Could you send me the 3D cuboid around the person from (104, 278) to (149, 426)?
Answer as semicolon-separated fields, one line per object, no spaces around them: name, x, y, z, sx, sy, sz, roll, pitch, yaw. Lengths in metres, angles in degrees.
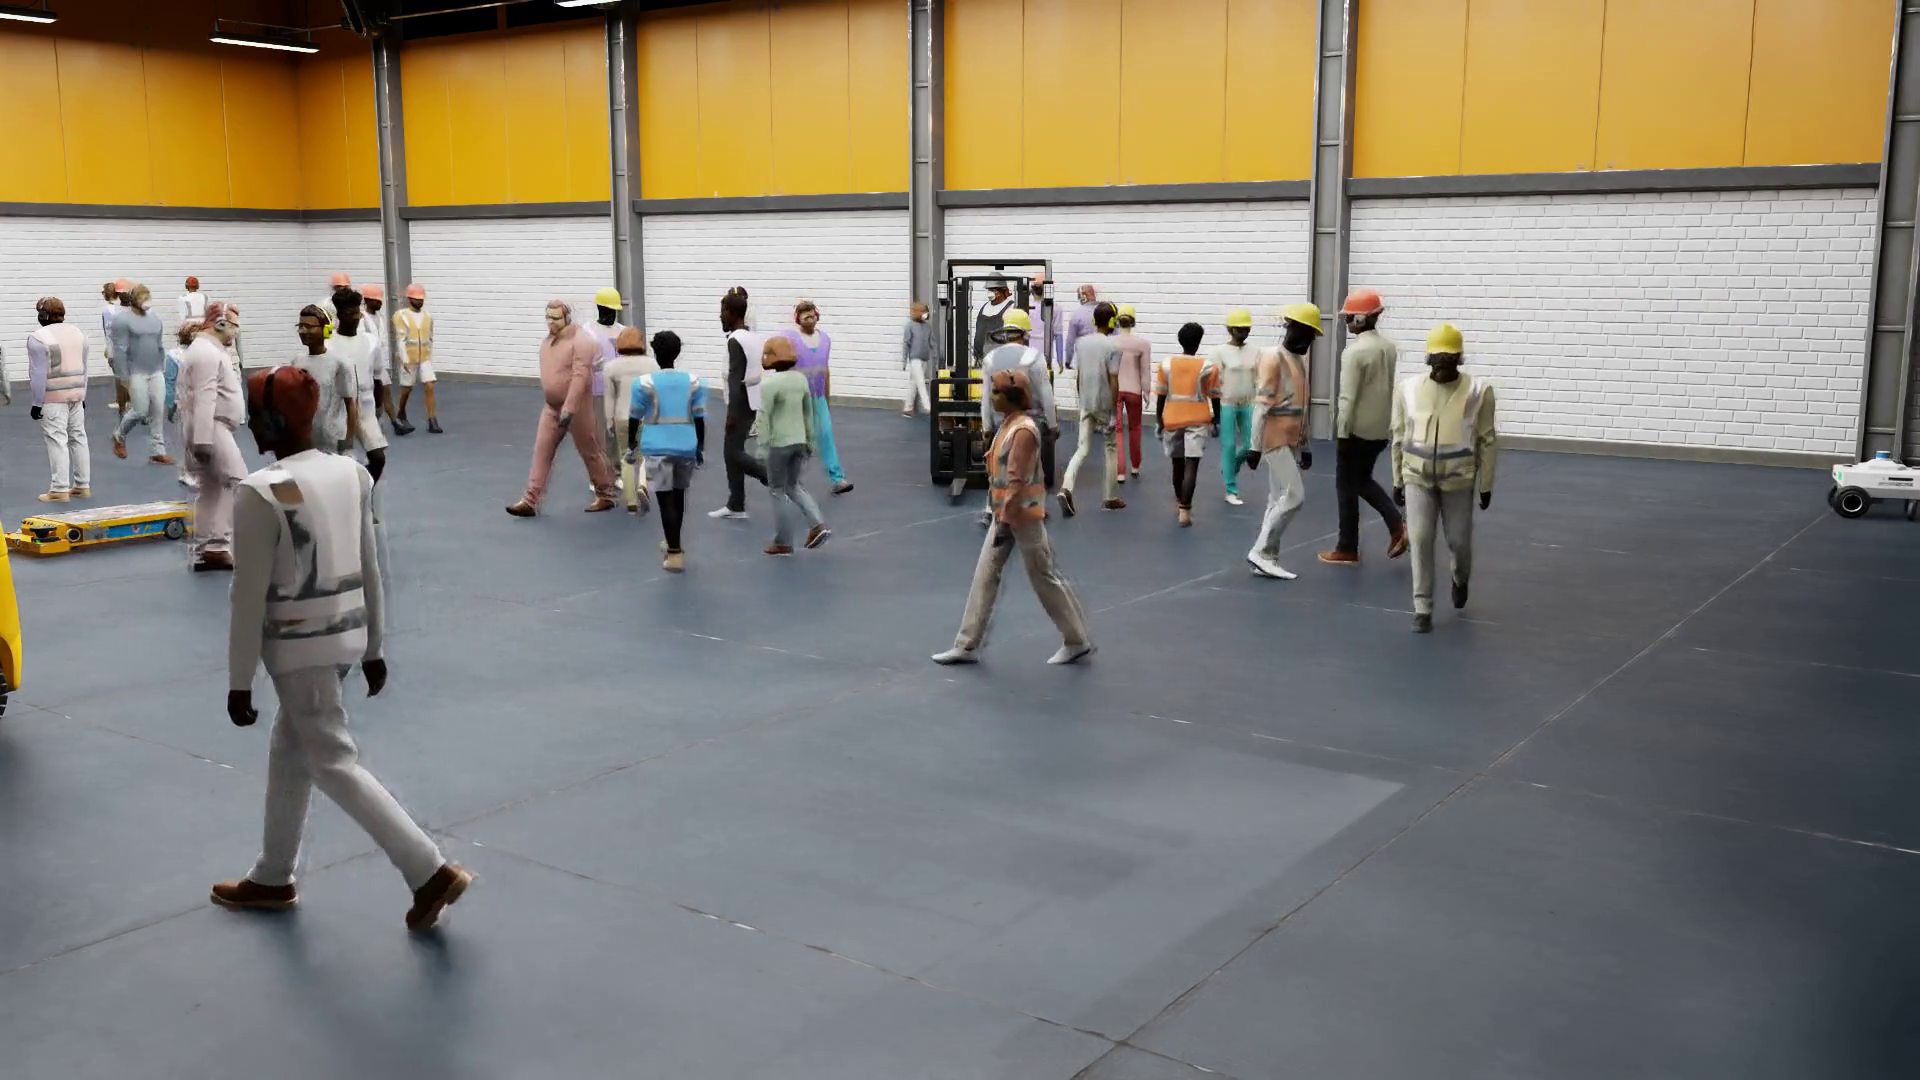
person;-10.878;-2.456;21.797;0.552;1.936;0.358;-6;11;-33

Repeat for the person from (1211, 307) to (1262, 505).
person;2.444;-1.198;14.853;0.530;1.753;0.494;-3;10;-19

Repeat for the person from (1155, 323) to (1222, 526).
person;1.903;-0.970;13.779;0.539;1.646;0.841;5;11;25

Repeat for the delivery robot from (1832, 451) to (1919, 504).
delivery robot;7.773;-0.509;14.035;0.707;0.478;0.477;3;10;20

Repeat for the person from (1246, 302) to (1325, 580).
person;2.197;-0.660;11.254;0.420;1.880;0.657;6;11;32

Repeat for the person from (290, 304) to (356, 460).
person;-4.264;-0.628;11.100;0.514;1.876;0.328;3;10;17

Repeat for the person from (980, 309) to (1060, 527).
person;0.429;-0.957;13.343;0.589;1.790;0.945;8;13;41

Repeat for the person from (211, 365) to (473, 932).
person;-2.030;0.360;5.338;0.966;1.847;0.583;3;10;15

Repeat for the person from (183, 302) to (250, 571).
person;-5.163;-0.705;11.562;0.504;1.871;0.726;-4;10;-25

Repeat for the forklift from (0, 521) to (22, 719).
forklift;-5.296;-0.090;6.943;1.214;2.155;2.313;7;12;35

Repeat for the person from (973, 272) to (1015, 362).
person;0.404;-2.118;19.478;0.687;2.000;0.538;8;13;40

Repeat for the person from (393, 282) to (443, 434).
person;-6.894;-2.305;21.010;0.534;1.894;0.920;-8;13;-40

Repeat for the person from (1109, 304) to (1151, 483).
person;1.625;-1.448;16.403;0.515;1.723;0.845;1;10;5

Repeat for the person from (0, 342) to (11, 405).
person;-9.693;-1.458;16.477;0.518;1.717;0.692;-4;10;-22

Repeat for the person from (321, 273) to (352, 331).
person;-9.078;-2.935;24.510;1.042;1.992;0.627;5;11;29

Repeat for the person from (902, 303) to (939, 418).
person;-0.506;-2.439;22.708;0.843;1.581;0.522;9;13;43

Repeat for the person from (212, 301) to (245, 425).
person;-9.617;-2.299;21.755;0.311;1.636;0.521;7;12;34

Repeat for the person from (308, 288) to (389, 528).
person;-4.799;-0.998;13.088;0.625;1.951;0.417;-9;13;-42

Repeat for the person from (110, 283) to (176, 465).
person;-8.682;-1.746;17.604;0.647;1.927;0.642;4;10;21

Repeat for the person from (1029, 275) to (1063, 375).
person;0.904;-2.278;20.626;0.747;1.972;1.058;0;10;1

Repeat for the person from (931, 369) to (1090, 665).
person;0.310;-0.111;8.844;0.847;1.600;0.523;-2;10;-14

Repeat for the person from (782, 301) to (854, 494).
person;-1.361;-1.301;15.355;0.574;1.782;0.991;-8;12;-38

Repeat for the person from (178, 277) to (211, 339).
person;-13.448;-3.683;29.266;0.350;1.882;0.583;8;12;39

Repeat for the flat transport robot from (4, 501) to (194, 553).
flat transport robot;-6.530;-0.116;12.817;0.652;0.197;1.431;7;12;35

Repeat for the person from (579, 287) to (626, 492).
person;-3.293;-1.399;15.551;0.372;1.922;0.585;7;12;35

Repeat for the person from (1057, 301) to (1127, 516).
person;1.136;-1.121;14.193;0.504;1.828;0.911;6;11;33

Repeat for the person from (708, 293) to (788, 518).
person;-1.773;-1.103;13.854;0.644;1.896;0.601;0;10;0

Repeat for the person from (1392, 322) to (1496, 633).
person;2.865;-0.389;9.854;0.598;1.815;0.699;4;10;24

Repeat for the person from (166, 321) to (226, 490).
person;-7.241;-1.273;15.769;0.856;1.592;0.532;5;11;30

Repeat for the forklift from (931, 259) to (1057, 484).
forklift;0.370;-1.738;16.759;1.214;2.155;2.313;1;10;3

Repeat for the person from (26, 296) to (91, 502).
person;-8.126;-1.263;14.980;0.429;1.844;0.627;2;10;13

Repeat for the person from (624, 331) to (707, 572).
person;-2.099;-0.632;11.725;0.544;1.663;0.768;-6;11;-32

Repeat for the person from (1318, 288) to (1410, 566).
person;2.874;-0.780;11.701;0.628;1.973;0.580;-9;13;-44

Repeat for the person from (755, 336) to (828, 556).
person;-1.240;-0.680;12.167;0.421;1.614;0.537;6;11;33

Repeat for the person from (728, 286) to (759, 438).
person;-2.593;-2.193;20.505;0.535;1.848;0.740;1;10;4

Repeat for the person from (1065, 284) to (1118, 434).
person;1.612;-2.274;20.943;0.681;1.869;0.768;-5;11;-30

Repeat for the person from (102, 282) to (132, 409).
person;-12.353;-2.843;24.375;0.345;1.845;0.505;1;10;9

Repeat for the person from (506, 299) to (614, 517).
person;-3.368;-1.112;14.104;0.622;1.840;0.999;6;11;32

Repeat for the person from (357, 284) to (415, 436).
person;-7.276;-2.205;20.529;1.051;1.878;0.576;4;10;21

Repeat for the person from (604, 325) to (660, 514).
person;-2.762;-1.002;14.081;0.511;1.618;0.487;-1;10;-3
